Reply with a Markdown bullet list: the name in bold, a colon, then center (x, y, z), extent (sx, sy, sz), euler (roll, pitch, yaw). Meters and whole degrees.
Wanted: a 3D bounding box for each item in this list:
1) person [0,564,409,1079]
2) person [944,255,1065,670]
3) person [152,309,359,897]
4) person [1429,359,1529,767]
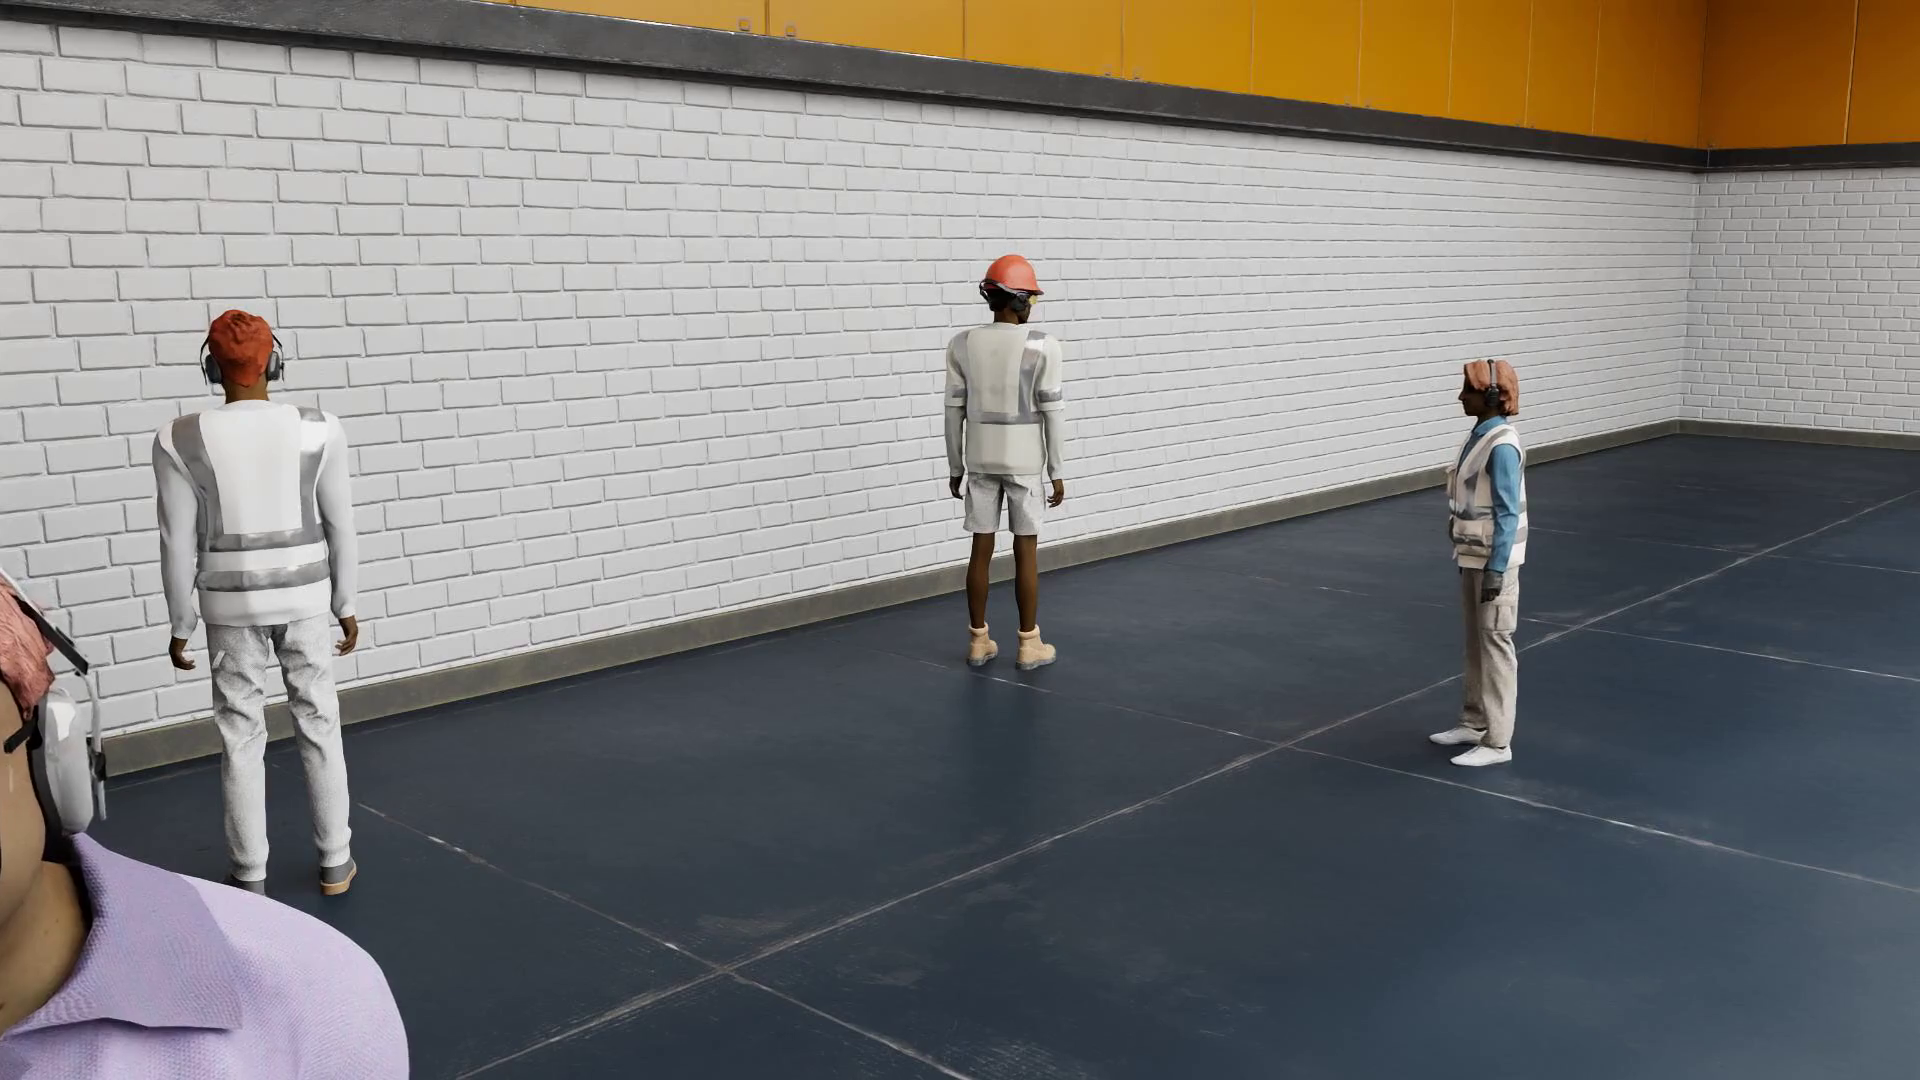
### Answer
- **person**: center (-0.667, 0.930, 1.166), extent (0.643, 1.909, 0.410), euler (-6, 12, -32)
- **person**: center (0.234, -0.380, 8.240), extent (0.616, 2.039, 0.377), euler (4, 11, 22)
- **person**: center (-2.190, 0.226, 5.242), extent (0.573, 1.884, 0.355), euler (-5, 11, -28)
- **person**: center (2.111, 0.093, 6.689), extent (0.315, 1.640, 0.514), euler (1, 10, 4)
